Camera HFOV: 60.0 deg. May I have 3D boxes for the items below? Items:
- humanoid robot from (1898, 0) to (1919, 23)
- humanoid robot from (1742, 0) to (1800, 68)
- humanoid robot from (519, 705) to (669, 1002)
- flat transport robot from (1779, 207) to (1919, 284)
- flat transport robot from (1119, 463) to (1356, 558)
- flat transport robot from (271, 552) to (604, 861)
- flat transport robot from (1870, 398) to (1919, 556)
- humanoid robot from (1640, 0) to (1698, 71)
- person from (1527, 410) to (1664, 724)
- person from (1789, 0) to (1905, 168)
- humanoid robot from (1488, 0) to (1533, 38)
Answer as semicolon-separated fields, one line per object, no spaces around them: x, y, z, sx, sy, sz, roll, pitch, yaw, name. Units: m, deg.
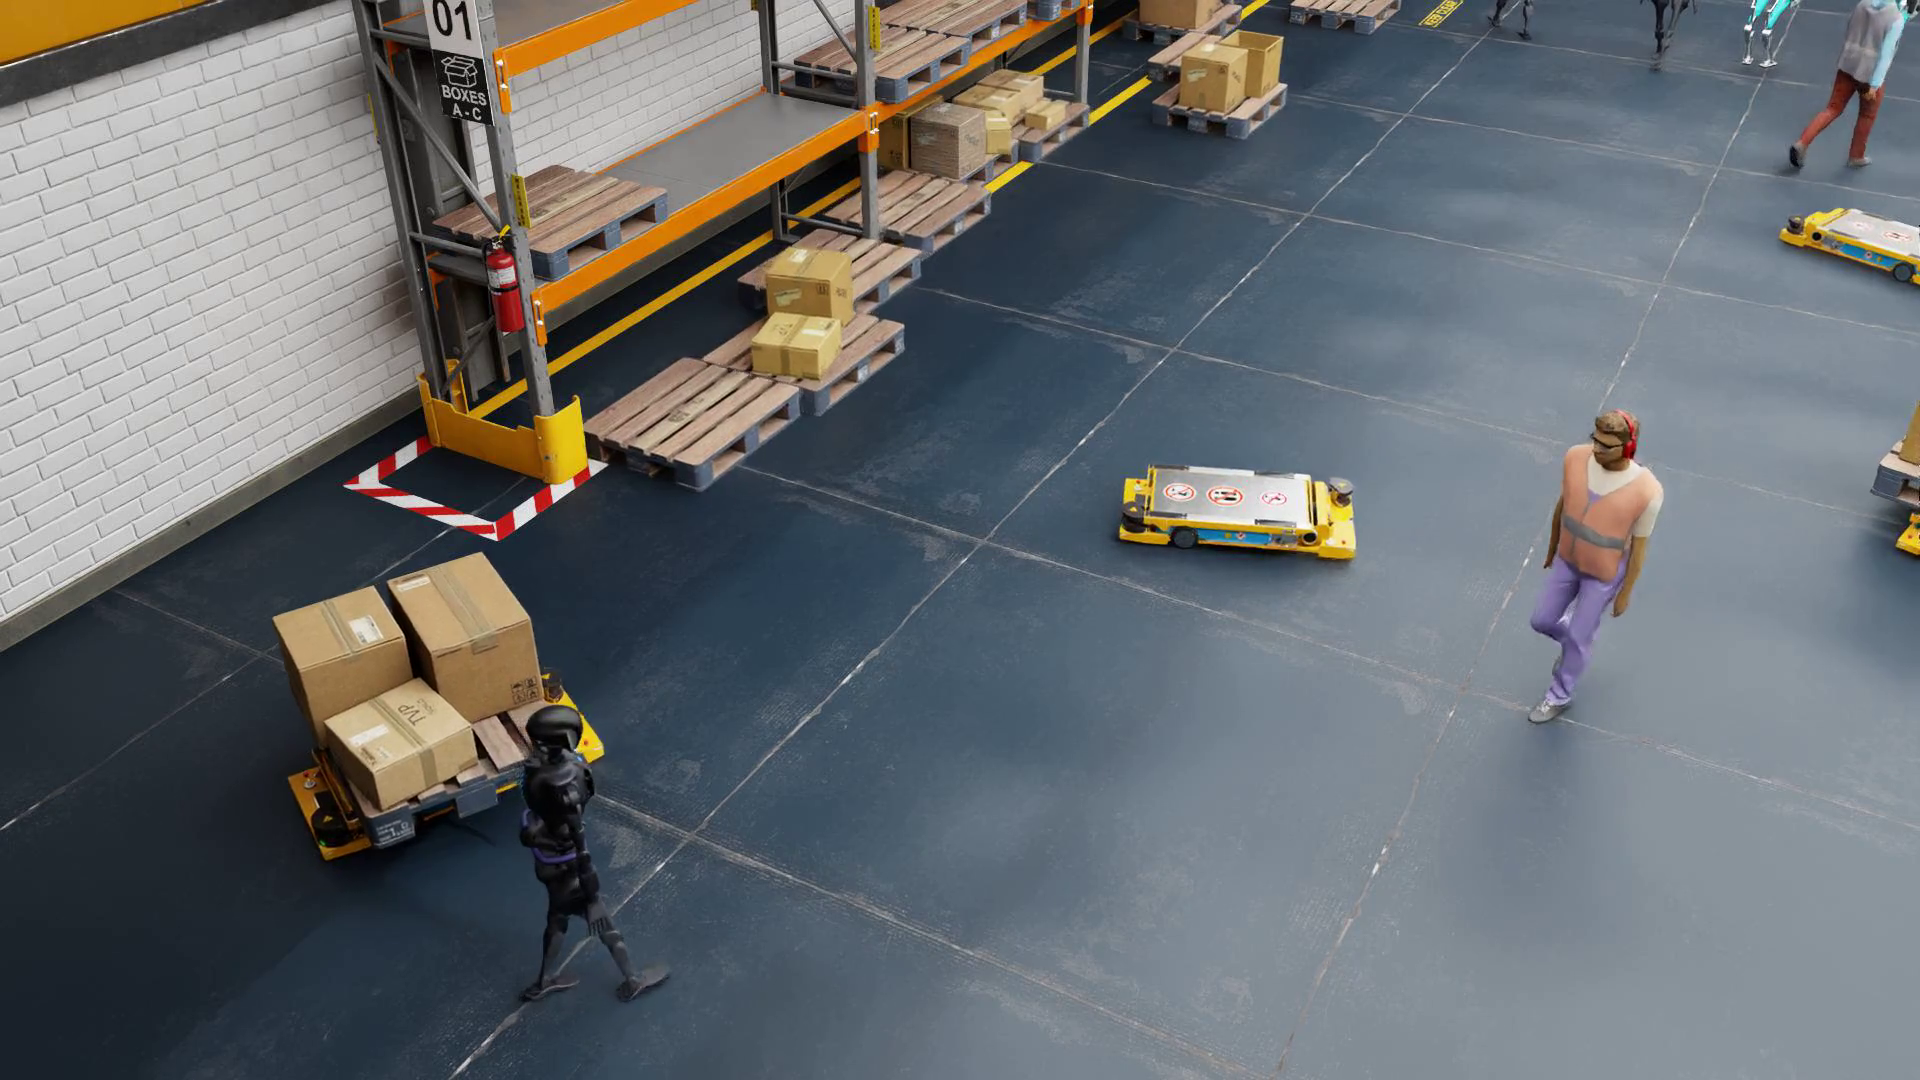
9.611;-5.473;17.202;0.551;1.902;0.745;28;42;35;humanoid robot
8.551;-5.811;17.487;0.533;1.677;0.735;28;43;35;humanoid robot
-1.608;1.294;6.939;0.602;1.638;0.622;-18;37;-25;humanoid robot
7.689;-2.450;13.854;0.659;0.231;1.431;-25;41;-33;flat transport robot
1.738;-0.184;10.426;1.431;0.231;0.659;4;34;7;flat transport robot
-2.612;1.116;8.460;1.431;0.231;0.659;-20;38;-27;flat transport robot
6.461;-0.178;10.418;0.659;0.231;1.431;27;42;35;flat transport robot
7.646;-5.908;17.852;0.612;1.620;0.789;19;38;27;humanoid robot
3.247;0.127;8.545;0.488;1.828;0.557;-21;39;-28;person
8.184;-4.258;15.159;0.852;1.847;0.539;-15;36;-22;person
6.381;-6.594;18.883;0.603;1.624;0.774;-5;34;-7;humanoid robot
